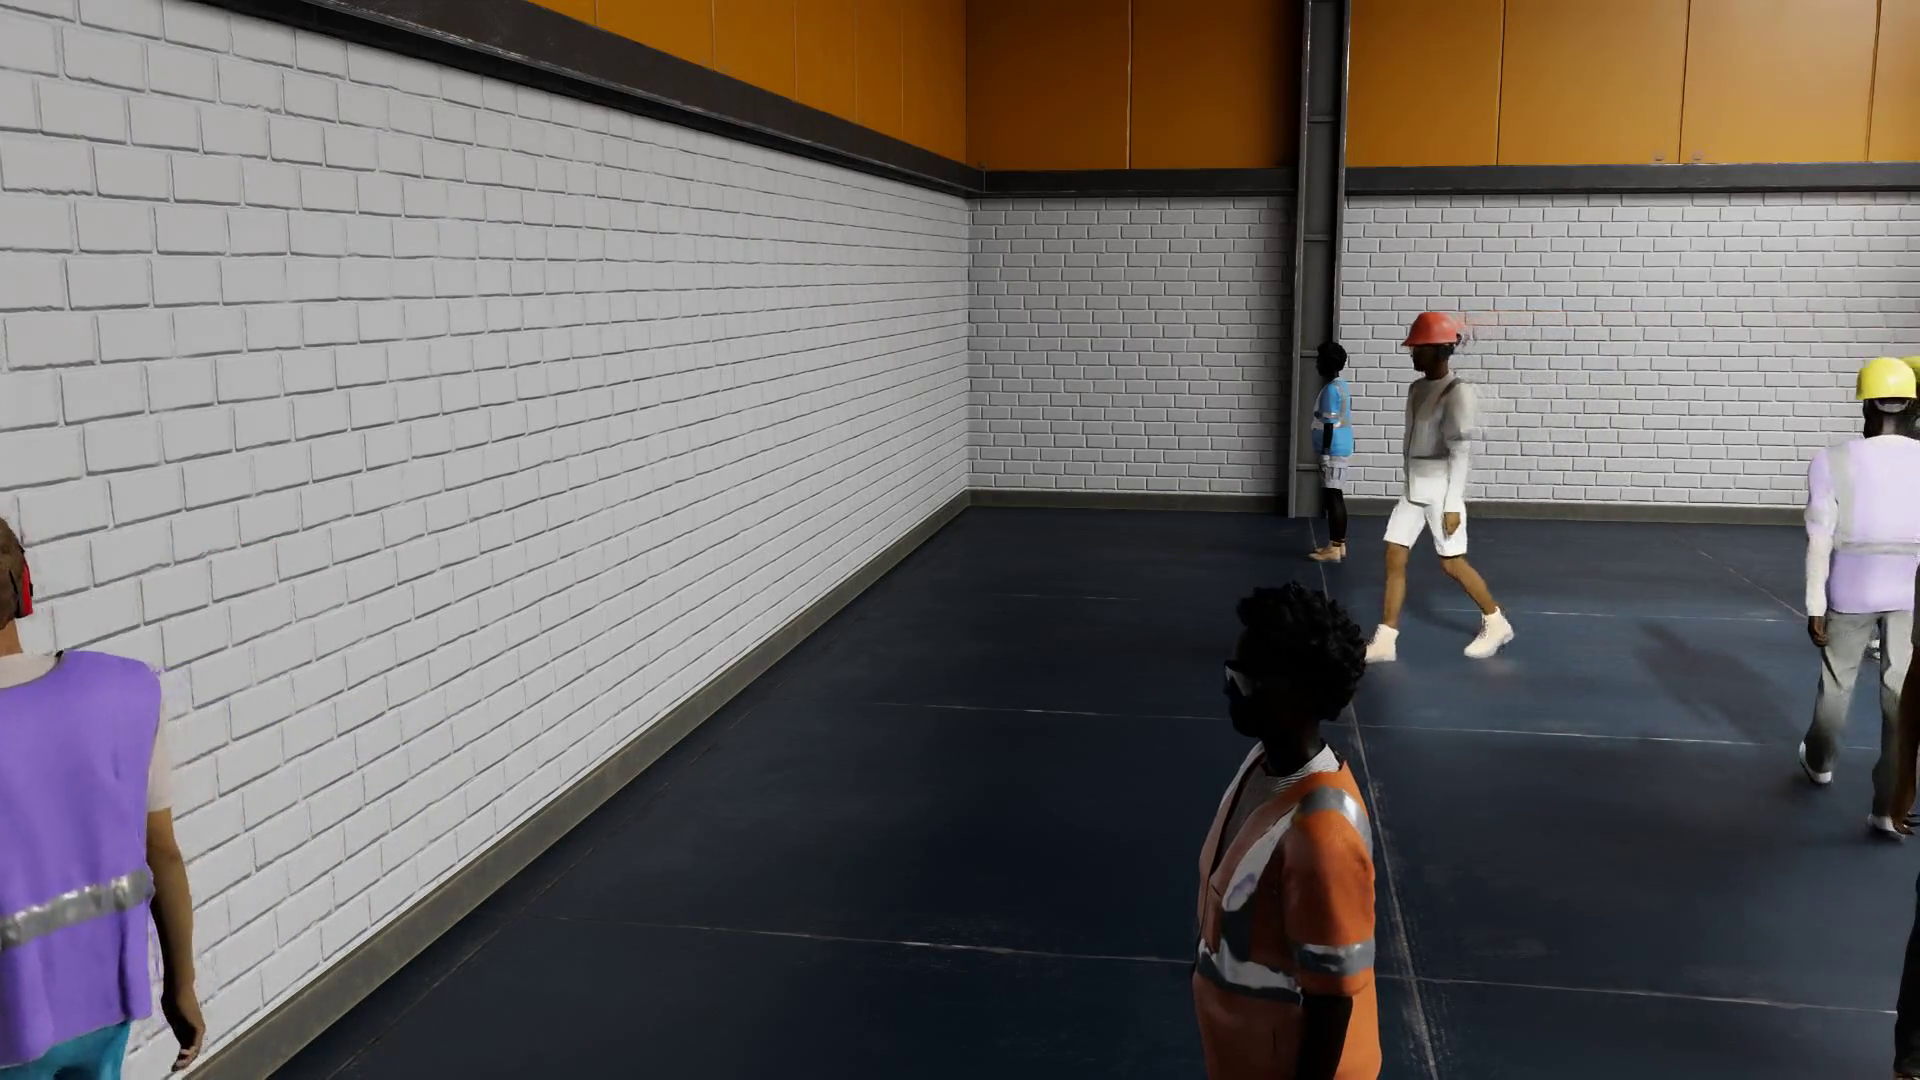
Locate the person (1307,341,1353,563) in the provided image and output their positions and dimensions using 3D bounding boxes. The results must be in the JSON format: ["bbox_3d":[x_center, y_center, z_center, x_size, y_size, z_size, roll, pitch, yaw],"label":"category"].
[{"bbox_3d":[2.847,-0.673,12.749,0.321,1.689,0.530,3,10,17],"label":"person"}]

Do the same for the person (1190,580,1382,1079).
[{"bbox_3d":[0.556,0.910,2.896,0.317,1.700,0.538,0,9,-2],"label":"person"}]

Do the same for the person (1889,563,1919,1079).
[{"bbox_3d":[2.660,0.624,4.217,0.517,1.843,0.326,5,11,30],"label":"person"}]

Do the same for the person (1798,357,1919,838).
[{"bbox_3d":[3.727,0.200,6.772,0.594,1.872,1.006,3,10,19],"label":"person"}]

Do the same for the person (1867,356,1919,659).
[{"bbox_3d":[5.424,-0.177,9.516,0.313,1.739,0.485,4,10,26],"label":"person"}]

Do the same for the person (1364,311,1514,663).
[{"bbox_3d":[2.723,-0.290,9.414,0.995,2.007,0.618,-3,10,-15],"label":"person"}]

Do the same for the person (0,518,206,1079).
[{"bbox_3d":[-1.732,0.839,2.931,0.717,1.822,0.600,5,11,30],"label":"person"}]
